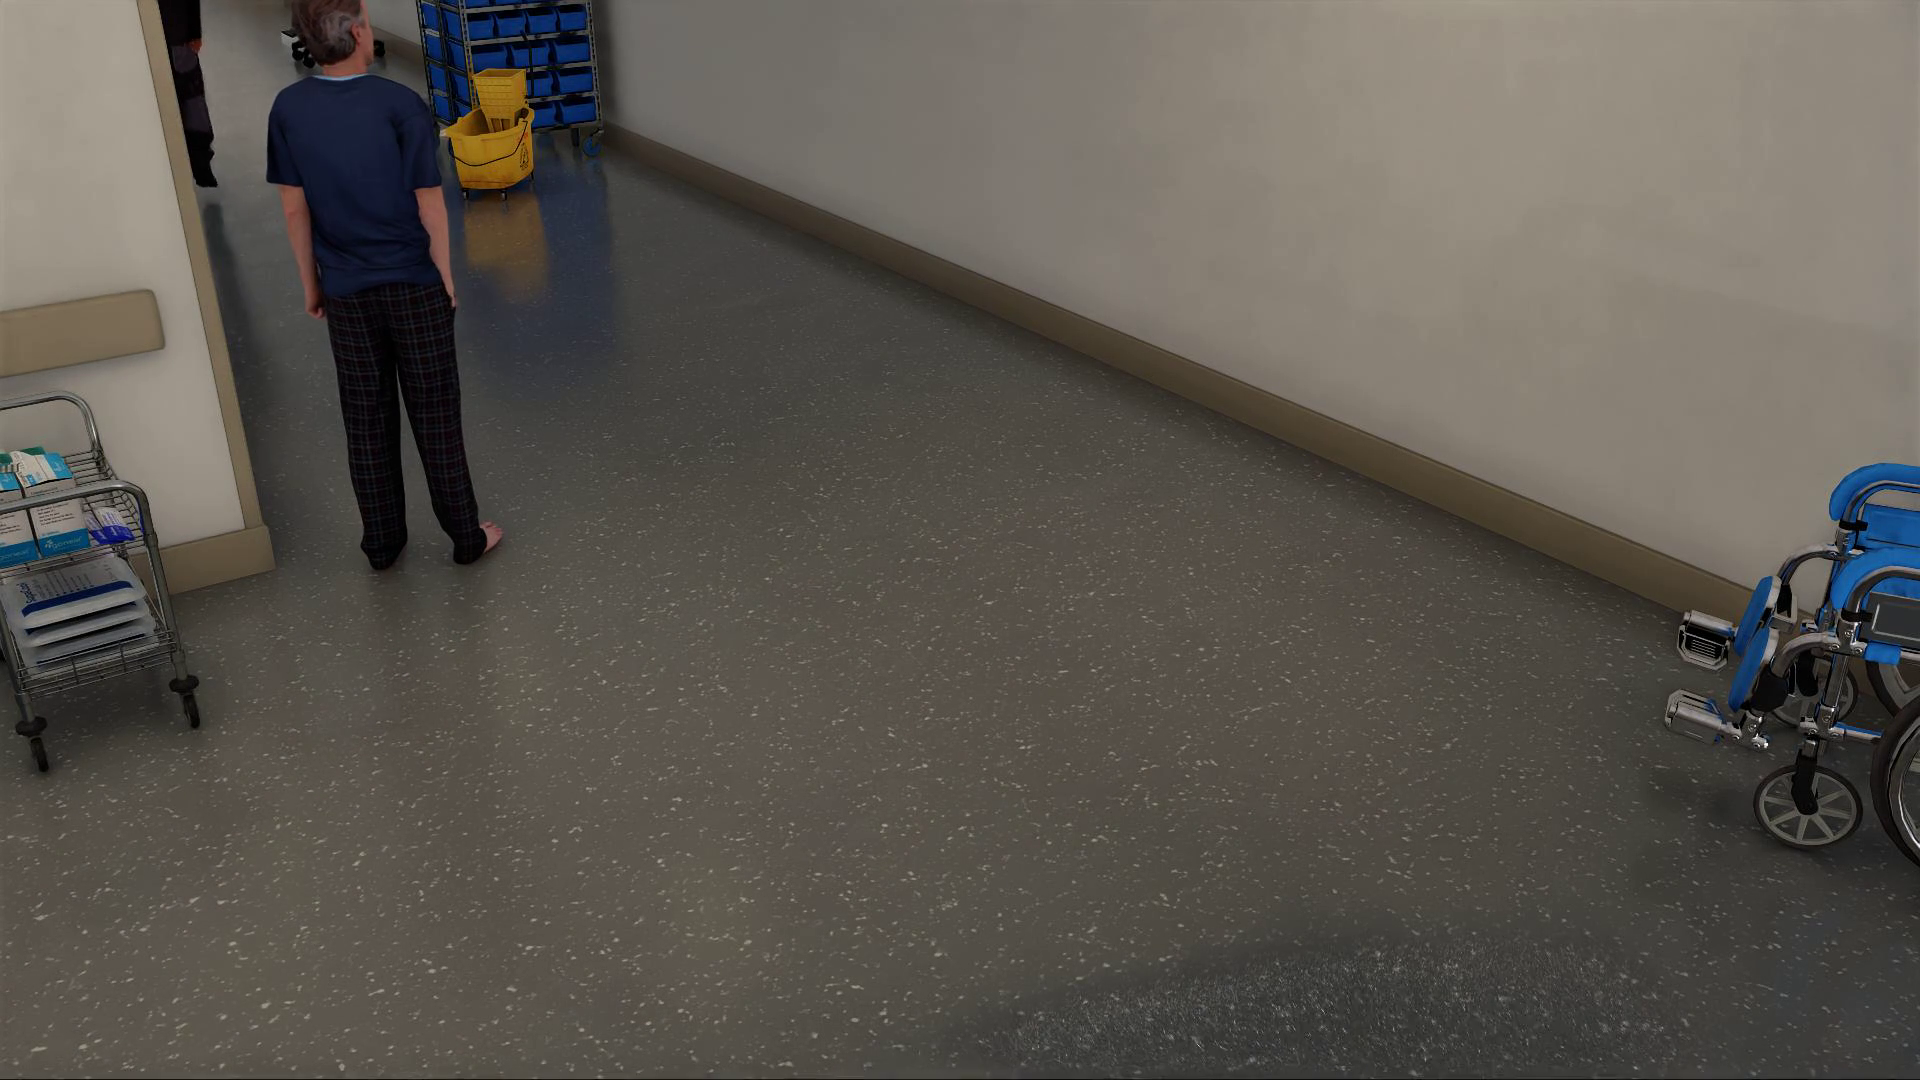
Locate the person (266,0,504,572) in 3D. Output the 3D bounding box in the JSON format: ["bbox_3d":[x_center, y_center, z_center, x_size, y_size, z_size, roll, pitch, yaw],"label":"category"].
[{"bbox_3d":[-1.813,-0.789,5.219,0.688,1.870,0.805,-1,26,-2],"label":"person"}]
